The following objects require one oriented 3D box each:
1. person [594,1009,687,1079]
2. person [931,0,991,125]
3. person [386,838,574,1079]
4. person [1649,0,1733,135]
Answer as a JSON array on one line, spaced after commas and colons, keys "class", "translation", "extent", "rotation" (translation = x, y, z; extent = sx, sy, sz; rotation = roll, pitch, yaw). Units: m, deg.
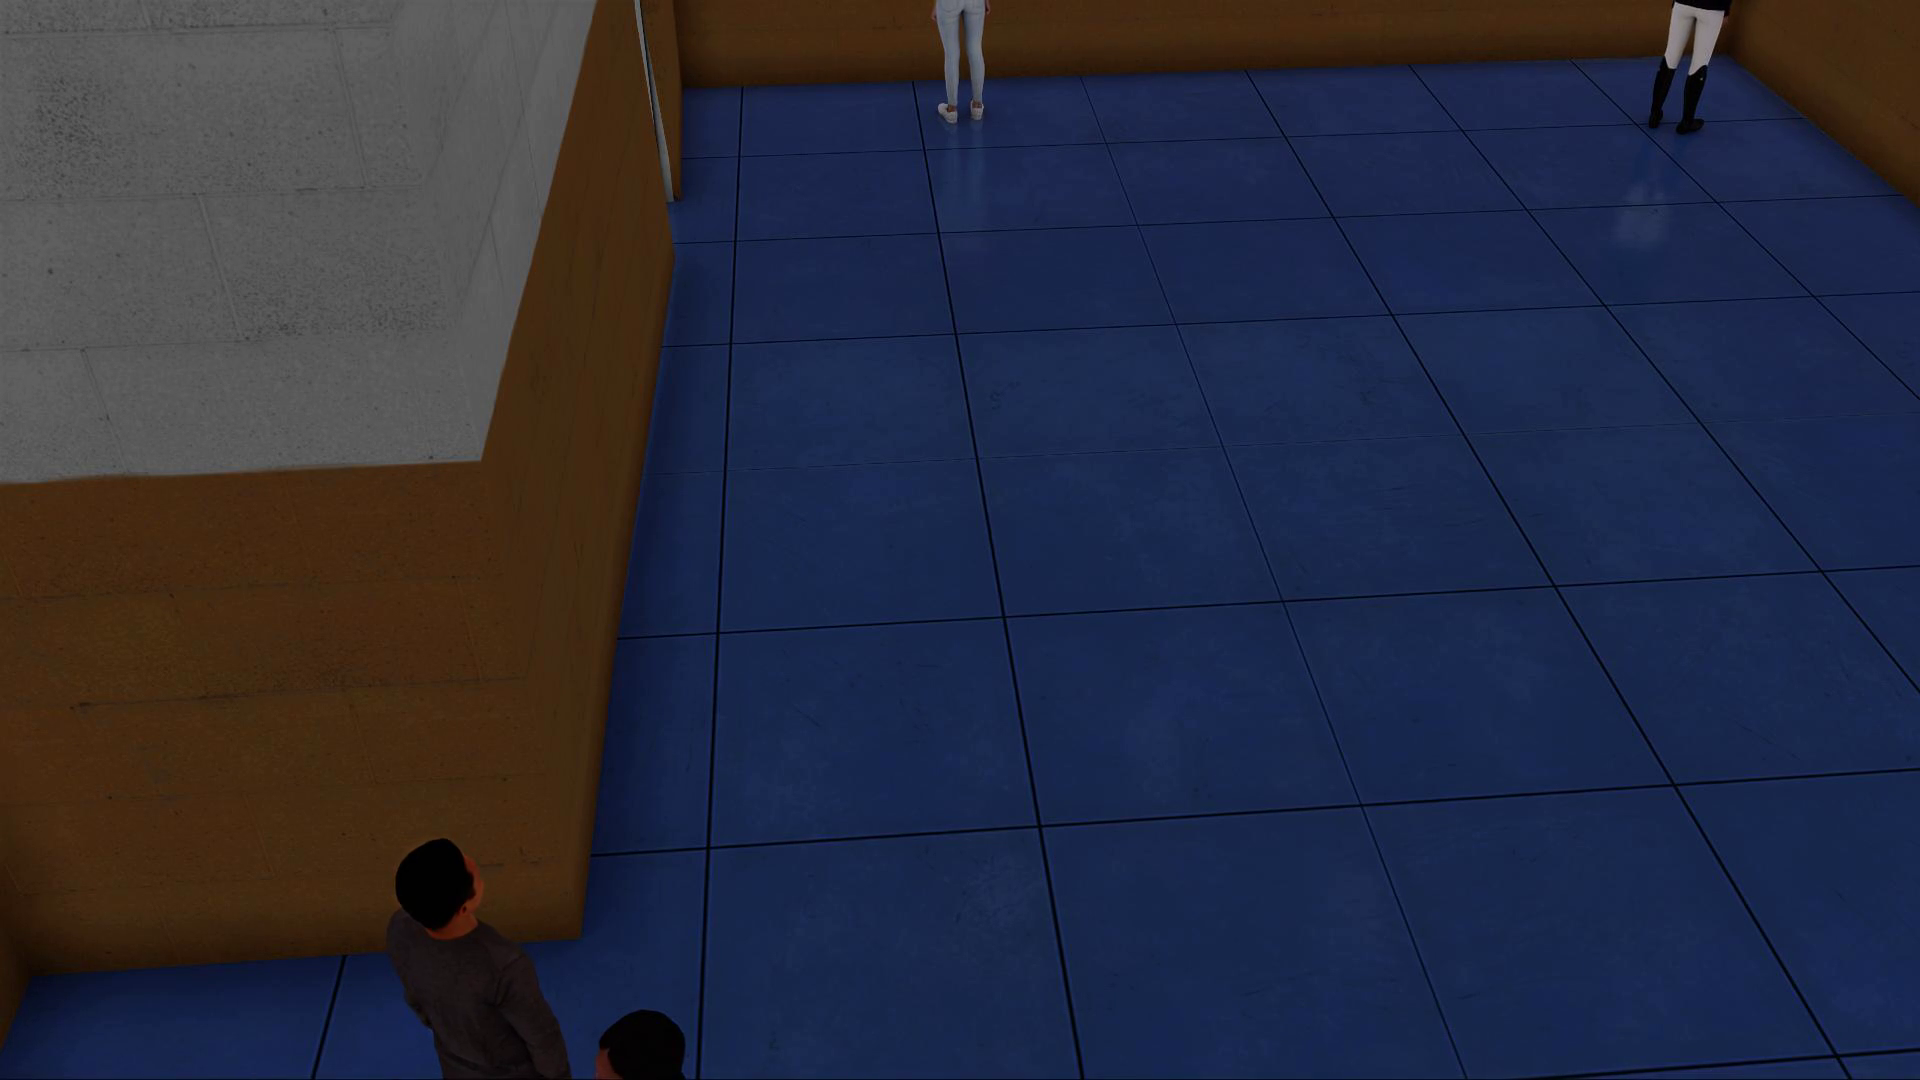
[{"class": "person", "translation": [-0.775, 1.833, 4.382], "extent": [0.666, 1.743, 0.716], "rotation": [29, 46, 33]}, {"class": "person", "translation": [0.004, -3.888, 11.999], "extent": [0.518, 1.749, 0.684], "rotation": [-9, 38, -11]}, {"class": "person", "translation": [-1.355, 1.505, 4.798], "extent": [0.650, 1.768, 0.781], "rotation": [-12, 38, -15]}, {"class": "person", "translation": [5.258, -3.766, 11.841], "extent": [0.667, 1.728, 0.724], "rotation": [28, 45, 32]}]
